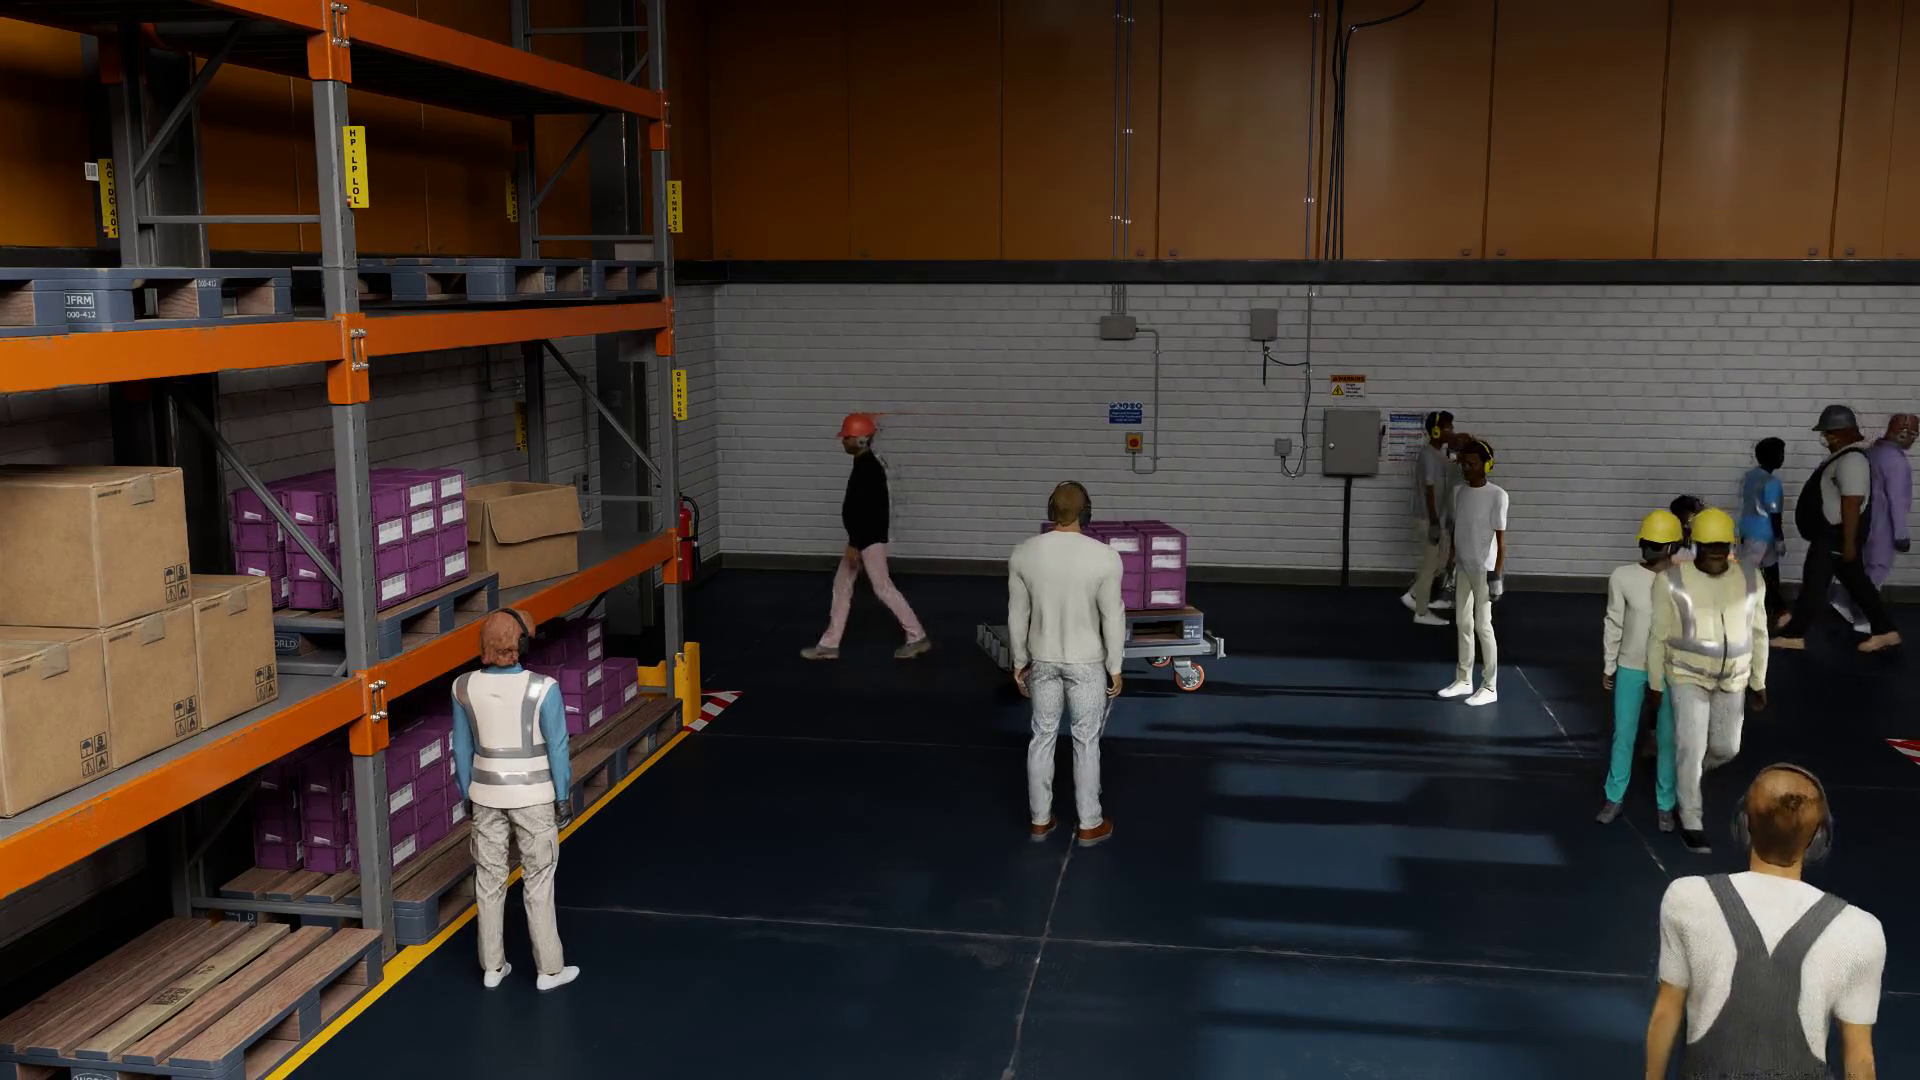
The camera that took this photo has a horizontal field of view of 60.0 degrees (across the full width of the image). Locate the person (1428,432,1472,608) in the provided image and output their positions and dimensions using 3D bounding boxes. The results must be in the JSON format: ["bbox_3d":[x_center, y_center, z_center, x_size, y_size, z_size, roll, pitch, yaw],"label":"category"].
[{"bbox_3d":[4.511,-0.169,14.846,0.626,1.607,0.535,2,9,12],"label":"person"}]

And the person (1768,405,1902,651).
[{"bbox_3d":[7.017,-0.112,13.190,0.987,2.000,0.687,5,11,29],"label":"person"}]

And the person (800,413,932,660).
[{"bbox_3d":[-0.695,-0.017,12.896,1.014,1.950,0.622,-2,9,-11],"label":"person"}]

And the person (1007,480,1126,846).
[{"bbox_3d":[0.565,0.651,8.798,0.635,1.936,0.354,3,10,20],"label":"person"}]

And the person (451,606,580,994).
[{"bbox_3d":[-1.869,1.094,6.979,0.512,1.642,0.312,2,9,11],"label":"person"}]

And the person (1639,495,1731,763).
[{"bbox_3d":[4.569,0.523,10.449,0.534,1.656,0.867,7,12,37],"label":"person"}]

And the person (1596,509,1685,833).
[{"bbox_3d":[3.747,0.705,9.000,0.526,1.765,0.329,5,11,30],"label":"person"}]

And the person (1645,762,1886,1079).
[{"bbox_3d":[1.985,1.457,4.172,0.537,1.828,0.614,4,10,22],"label":"person"}]

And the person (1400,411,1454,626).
[{"bbox_3d":[4.063,-0.182,14.185,0.386,1.853,0.559,3,10,20],"label":"person"}]

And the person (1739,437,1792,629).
[{"bbox_3d":[6.708,-0.045,13.978,0.879,1.652,0.541,2,9,11],"label":"person"}]

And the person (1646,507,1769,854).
[{"bbox_3d":[3.957,0.703,8.874,0.600,1.808,0.715,0,9,1],"label":"person"}]

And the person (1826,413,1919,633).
[{"bbox_3d":[7.614,-0.118,13.770,0.444,1.878,0.682,2,9,14],"label":"person"}]

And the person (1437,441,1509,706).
[{"bbox_3d":[3.606,0.226,11.678,0.318,1.862,0.518,-4,10,-24],"label":"person"}]
